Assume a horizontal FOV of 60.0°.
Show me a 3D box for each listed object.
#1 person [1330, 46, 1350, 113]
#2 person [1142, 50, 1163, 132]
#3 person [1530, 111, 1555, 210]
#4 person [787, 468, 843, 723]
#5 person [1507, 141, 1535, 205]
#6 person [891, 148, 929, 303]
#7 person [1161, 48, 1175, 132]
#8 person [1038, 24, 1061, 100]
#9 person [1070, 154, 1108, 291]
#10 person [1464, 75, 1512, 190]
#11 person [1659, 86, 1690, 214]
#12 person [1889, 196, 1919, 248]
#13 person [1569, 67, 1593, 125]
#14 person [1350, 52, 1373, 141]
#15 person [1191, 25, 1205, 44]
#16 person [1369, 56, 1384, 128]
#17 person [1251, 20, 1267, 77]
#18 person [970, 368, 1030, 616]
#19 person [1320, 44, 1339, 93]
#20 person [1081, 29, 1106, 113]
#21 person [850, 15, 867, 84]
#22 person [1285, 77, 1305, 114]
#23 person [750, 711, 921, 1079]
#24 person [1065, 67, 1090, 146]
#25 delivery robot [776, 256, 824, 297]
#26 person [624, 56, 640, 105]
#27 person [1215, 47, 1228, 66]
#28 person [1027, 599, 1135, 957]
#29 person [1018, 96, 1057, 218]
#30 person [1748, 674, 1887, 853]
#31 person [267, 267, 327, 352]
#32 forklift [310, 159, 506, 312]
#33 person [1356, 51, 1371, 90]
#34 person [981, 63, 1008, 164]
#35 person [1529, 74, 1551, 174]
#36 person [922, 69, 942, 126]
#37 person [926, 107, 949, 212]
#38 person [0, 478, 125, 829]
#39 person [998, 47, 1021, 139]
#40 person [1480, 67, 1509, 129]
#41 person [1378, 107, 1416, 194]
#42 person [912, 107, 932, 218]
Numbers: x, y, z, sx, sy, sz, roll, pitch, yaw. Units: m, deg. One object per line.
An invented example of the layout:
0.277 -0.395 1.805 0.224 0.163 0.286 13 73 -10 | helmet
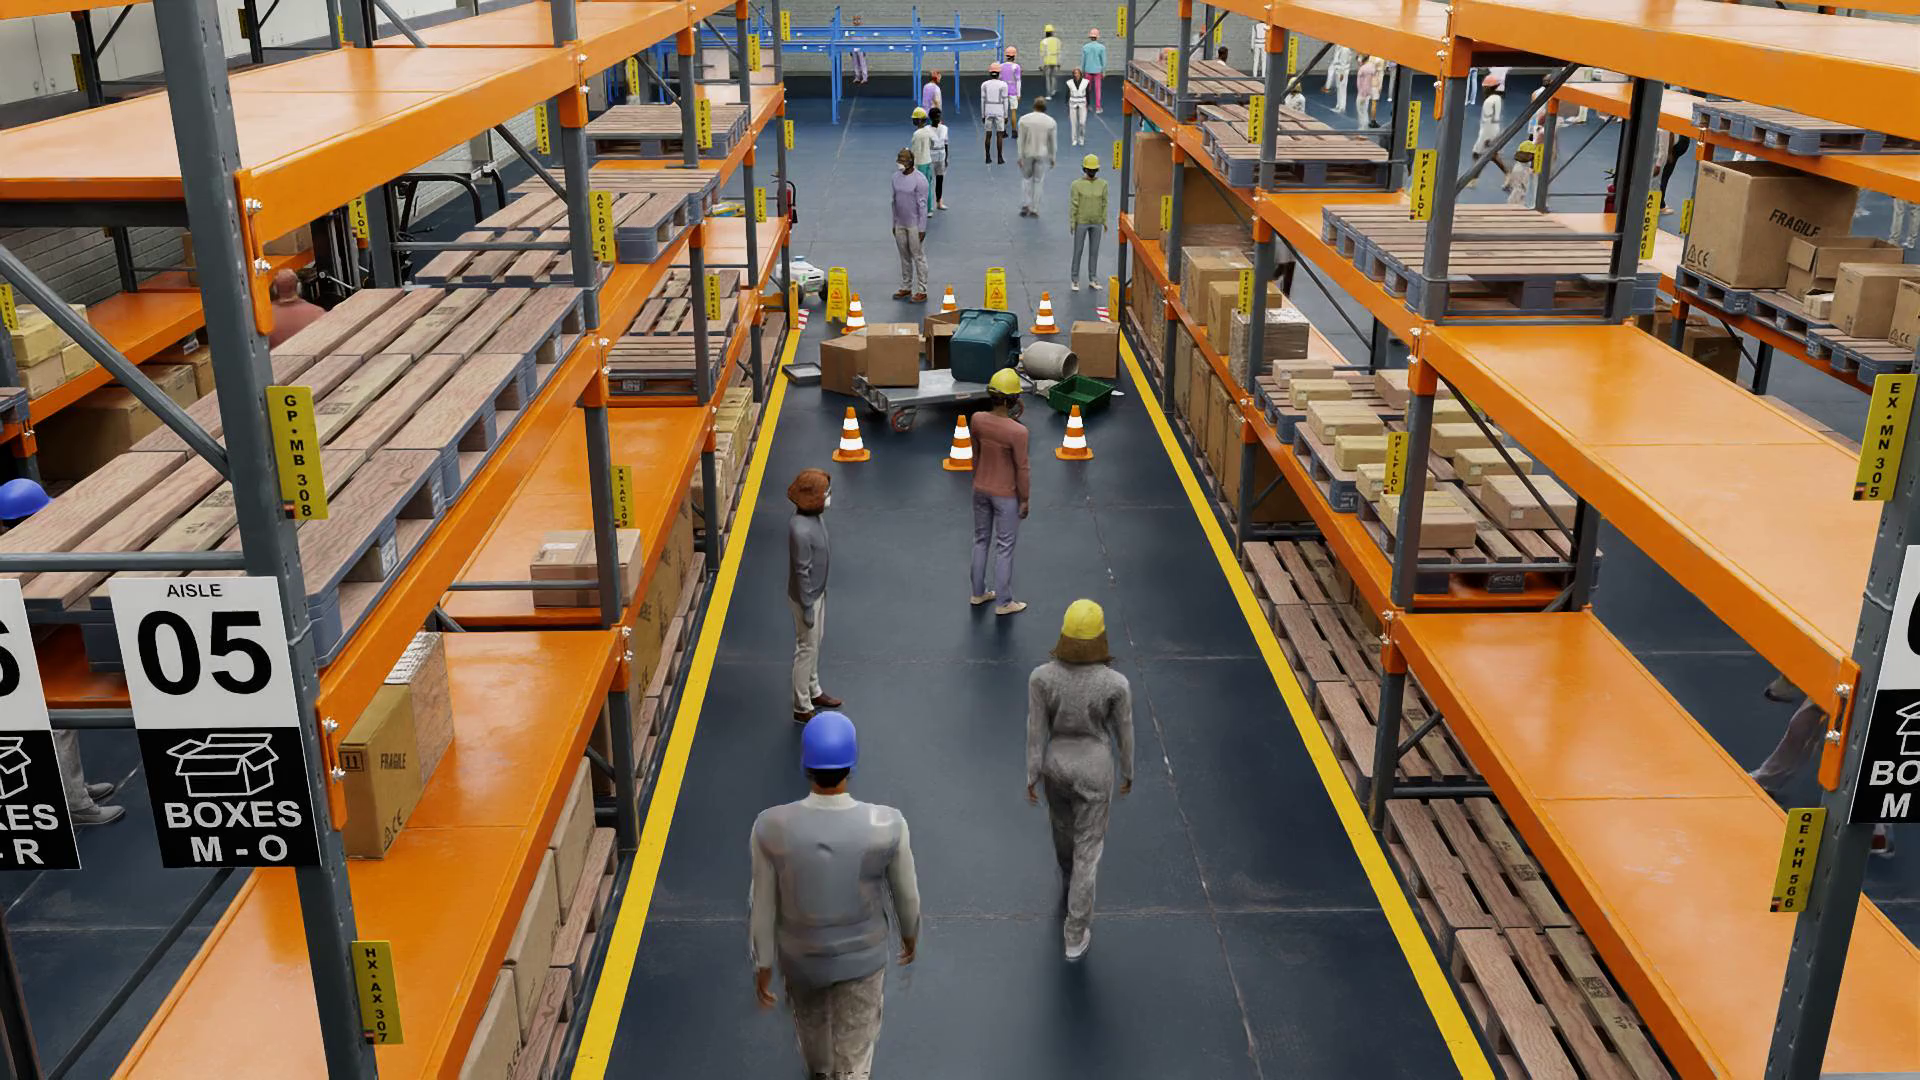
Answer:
9.352 -11.498 40.895 0.427 1.938 0.604 0 21 0 | person
4.380 -10.009 37.155 0.569 1.788 0.969 13 24 31 | person
9.717 -6.318 27.661 0.617 1.609 0.327 -19 28 -41 | person
-0.891 0.339 10.038 0.295 1.623 0.507 2 21 5 | person
7.748 -4.656 23.075 0.322 1.741 0.489 8 22 20 | person
-0.634 -3.983 21.045 0.378 1.931 0.624 -19 28 -40 | person
4.443 -9.623 35.859 0.384 1.991 0.609 13 24 31 | person
2.338 -12.548 43.694 0.618 1.911 0.419 -11 23 -26 | person
1.683 -4.126 21.643 0.533 1.767 0.327 -6 22 -16 | person
9.451 -7.205 29.461 0.969 2.010 0.619 15 26 35 | person
11.640 -6.388 27.238 0.538 2.000 0.684 5 21 13 | person
13.961 -5.169 24.445 0.500 1.735 0.334 1 21 4 | person
14.485 -10.491 38.664 0.505 1.623 0.296 -19 28 -41 | person
8.659 -9.533 35.695 0.356 1.936 0.635 2 21 5 | person
6.770 -13.625 46.837 0.652 1.708 0.347 16 26 36 | person
9.473 -10.426 38.054 0.378 1.938 0.547 -12 24 -29 | person
8.851 -14.500 48.897 0.584 1.882 0.345 6 21 15 | person
0.289 -0.339 11.646 0.519 1.756 0.341 17 27 38 | person
10.267 -13.145 45.376 0.581 1.837 0.879 -15 26 -35 | person
3.284 -11.523 40.871 0.613 1.997 0.374 6 21 15 | person
-2.926 -14.059 47.719 0.647 1.901 0.402 18 27 39 | person
6.331 -7.923 31.709 0.310 1.744 0.486 -15 26 -35 | person
-0.473 1.527 6.504 0.636 1.899 0.957 1 21 2 | person
2.471 -9.136 35.076 0.546 1.623 0.424 2 21 6 | person
-2.046 -3.376 21.213 0.477 0.478 0.707 -15 26 -35 | delivery robot
-7.155 -9.759 36.400 0.419 1.854 0.561 10 23 25 | person
5.712 -9.925 36.780 0.407 1.908 0.597 -5 21 -13 | person
0.587 1.077 7.994 0.497 1.692 0.881 7 22 17 | person
1.254 -6.202 26.957 0.633 1.892 0.682 0 21 0 | person
4.547 0.734 8.725 0.948 1.814 0.505 14 25 32 | person
-5.631 -1.366 14.178 0.651 1.887 0.558 -4 21 -10 | person
-5.622 -2.910 17.832 2.313 2.155 1.214 -1 21 -1 | forklift
11.299 -13.474 46.154 0.641 1.908 0.407 9 23 23 | person
0.683 -8.359 32.608 0.543 1.929 0.385 6 22 16 | person
10.982 -7.824 31.317 0.430 1.840 0.625 12 24 28 | person
-0.541 -8.185 32.260 0.373 1.843 0.572 -11 23 -27 | person
-0.421 -6.279 27.441 0.530 1.689 0.321 -14 25 -33 | person
-4.856 0.607 8.875 0.381 1.951 0.607 -13 24 -31 | person
1.088 -9.753 36.274 0.543 1.939 0.371 12 24 28 | person
11.781 -9.896 36.717 0.682 1.891 0.454 -9 23 -22 | person
6.759 -5.820 25.878 0.627 1.941 0.371 -2 21 -7 | person
-0.630 -6.023 26.656 0.319 1.769 0.523 8 22 21 | person
